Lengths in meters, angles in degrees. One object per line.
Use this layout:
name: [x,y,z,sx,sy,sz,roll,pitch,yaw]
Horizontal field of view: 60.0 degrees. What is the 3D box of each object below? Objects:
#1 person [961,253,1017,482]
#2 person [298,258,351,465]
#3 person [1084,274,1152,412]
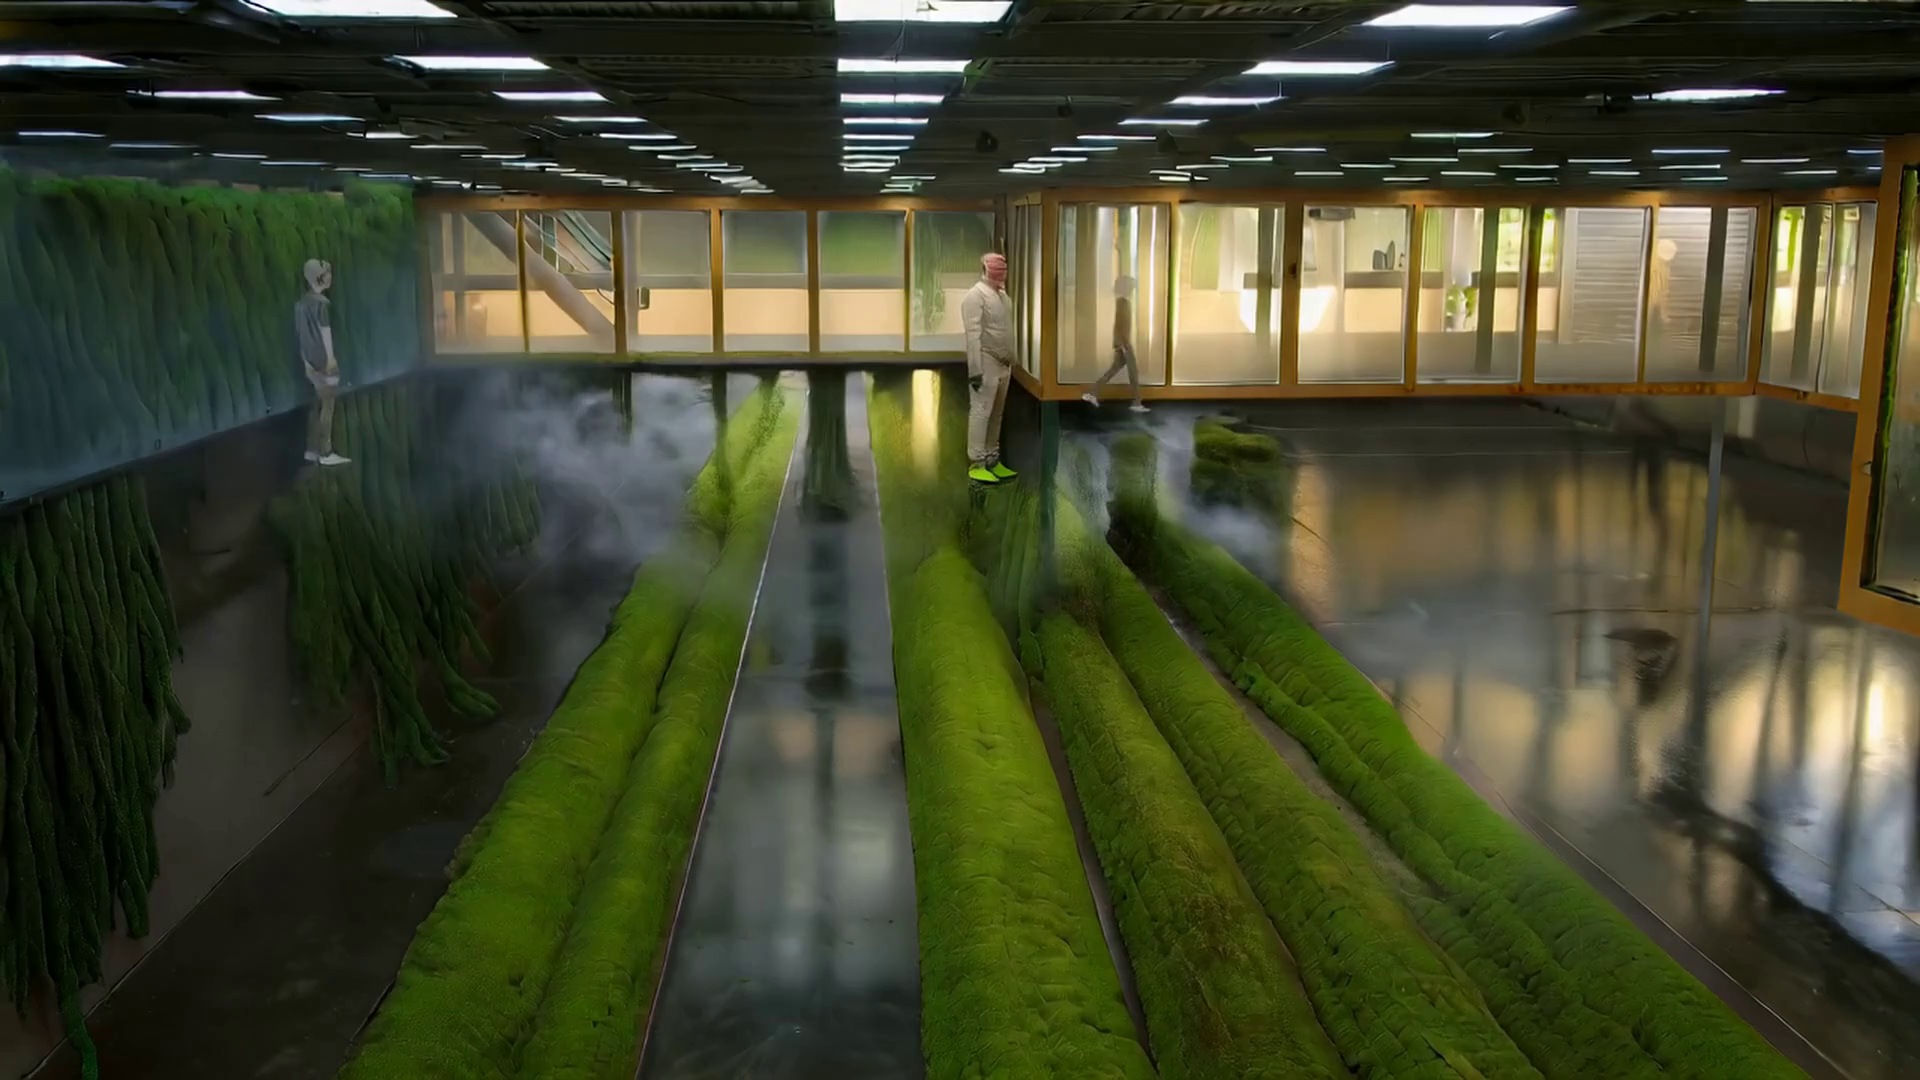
person: [0.276,-1.450,14.007,0.405,1.906,0.653,6,12,28]
person: [-5.718,-1.587,14.912,0.336,1.855,0.532,-9,14,-40]
person: [1.842,-2.293,19.369,0.758,1.605,0.509,2,11,9]
